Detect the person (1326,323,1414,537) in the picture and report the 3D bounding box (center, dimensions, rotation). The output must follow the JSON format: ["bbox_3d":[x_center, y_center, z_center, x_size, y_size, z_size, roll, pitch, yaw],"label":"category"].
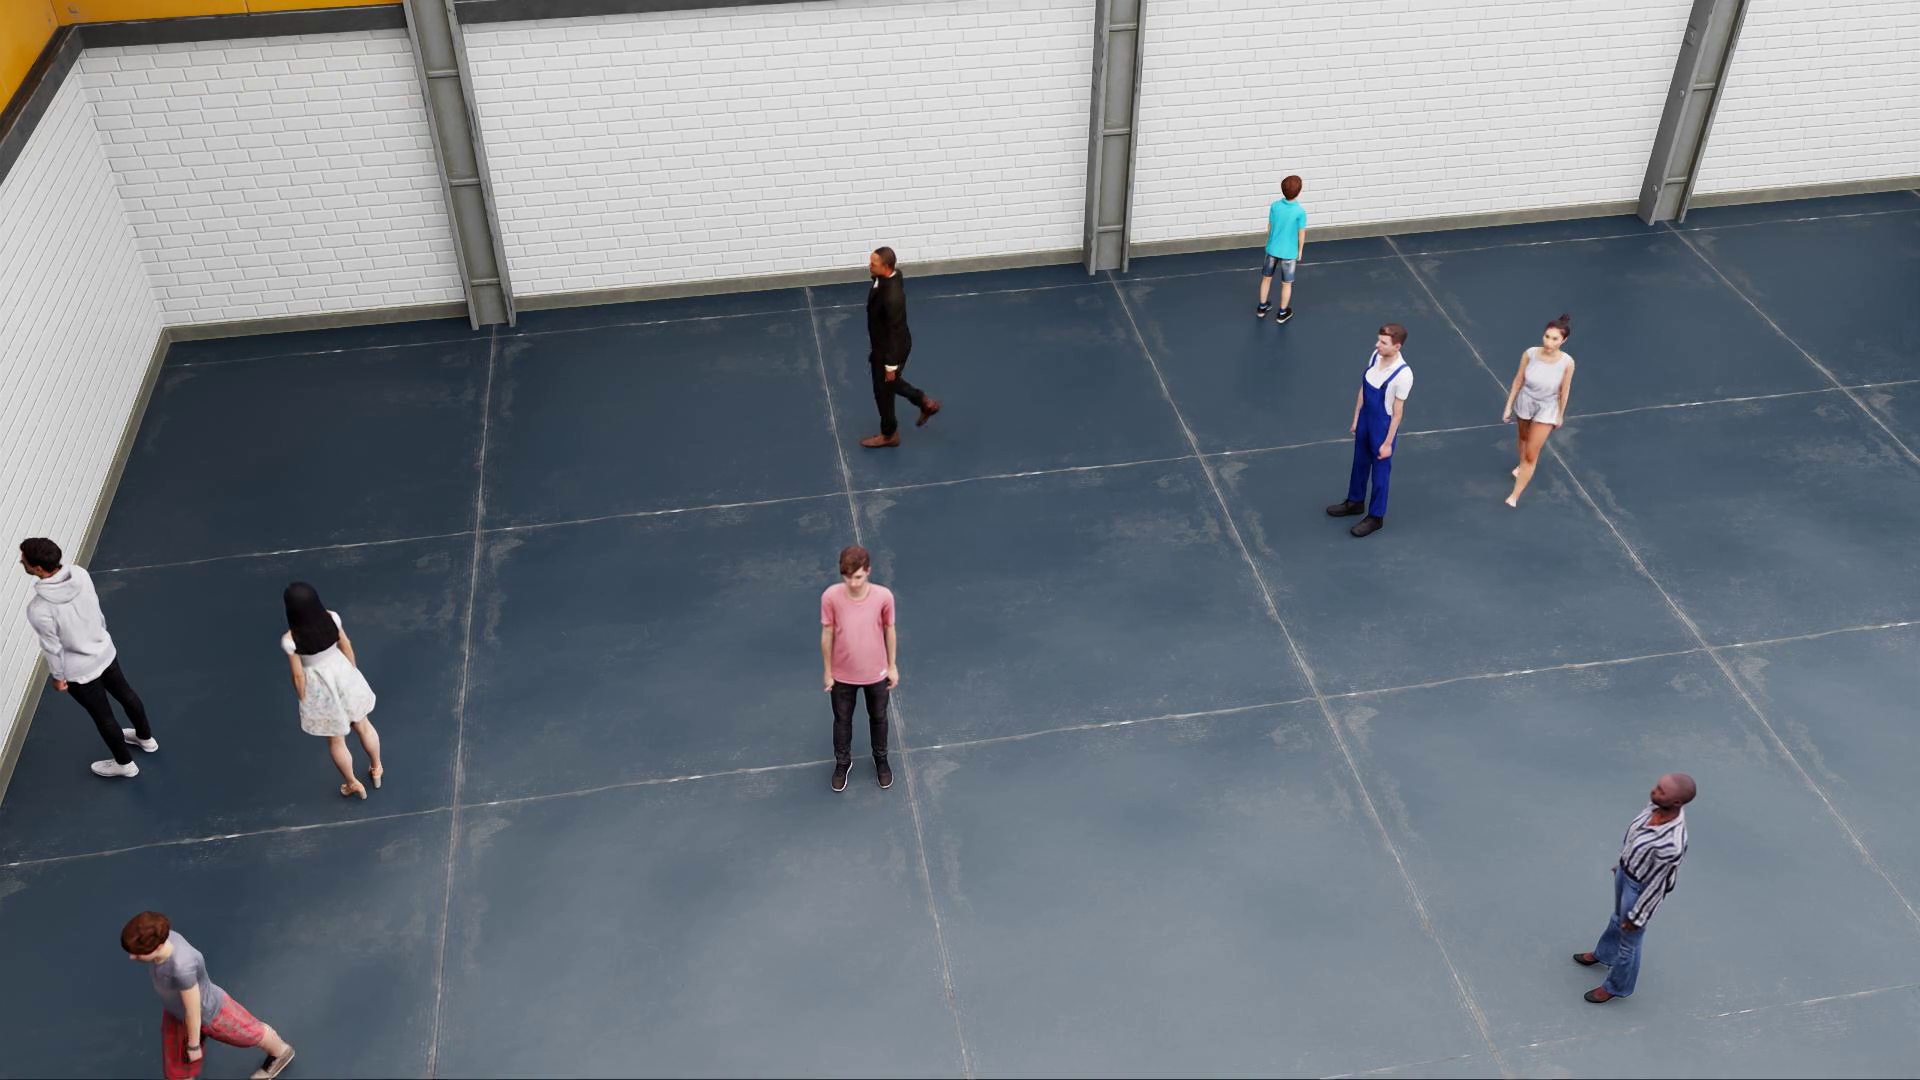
[{"bbox_3d":[3.239,-0.883,12.875,0.652,1.851,0.683,-16,41,-19],"label":"person"}]

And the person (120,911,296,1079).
[{"bbox_3d":[-3.973,2.471,8.874,1.081,1.604,1.149,24,44,27],"label":"person"}]

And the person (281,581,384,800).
[{"bbox_3d":[-4.016,0.961,10.627,0.834,1.774,0.755,31,48,33],"label":"person"}]

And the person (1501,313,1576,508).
[{"bbox_3d":[4.661,-1.096,13.369,1.002,1.567,1.078,24,45,27],"label":"person"}]

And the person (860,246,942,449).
[{"bbox_3d":[-0.495,-1.588,13.722,0.957,1.895,0.761,-3,39,-3],"label":"person"}]

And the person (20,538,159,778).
[{"bbox_3d":[-5.656,0.746,10.772,0.746,1.930,0.770,8,39,10],"label":"person"}]

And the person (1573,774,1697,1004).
[{"bbox_3d":[3.834,1.950,9.373,0.640,1.795,0.686,5,39,6],"label":"person"}]

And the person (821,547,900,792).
[{"bbox_3d":[-0.637,0.812,10.667,0.498,1.957,0.708,-3,39,-4],"label":"person"}]

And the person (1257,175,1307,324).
[{"bbox_3d":[3.003,-2.728,15.508,0.581,1.448,0.653,19,42,23],"label":"person"}]
